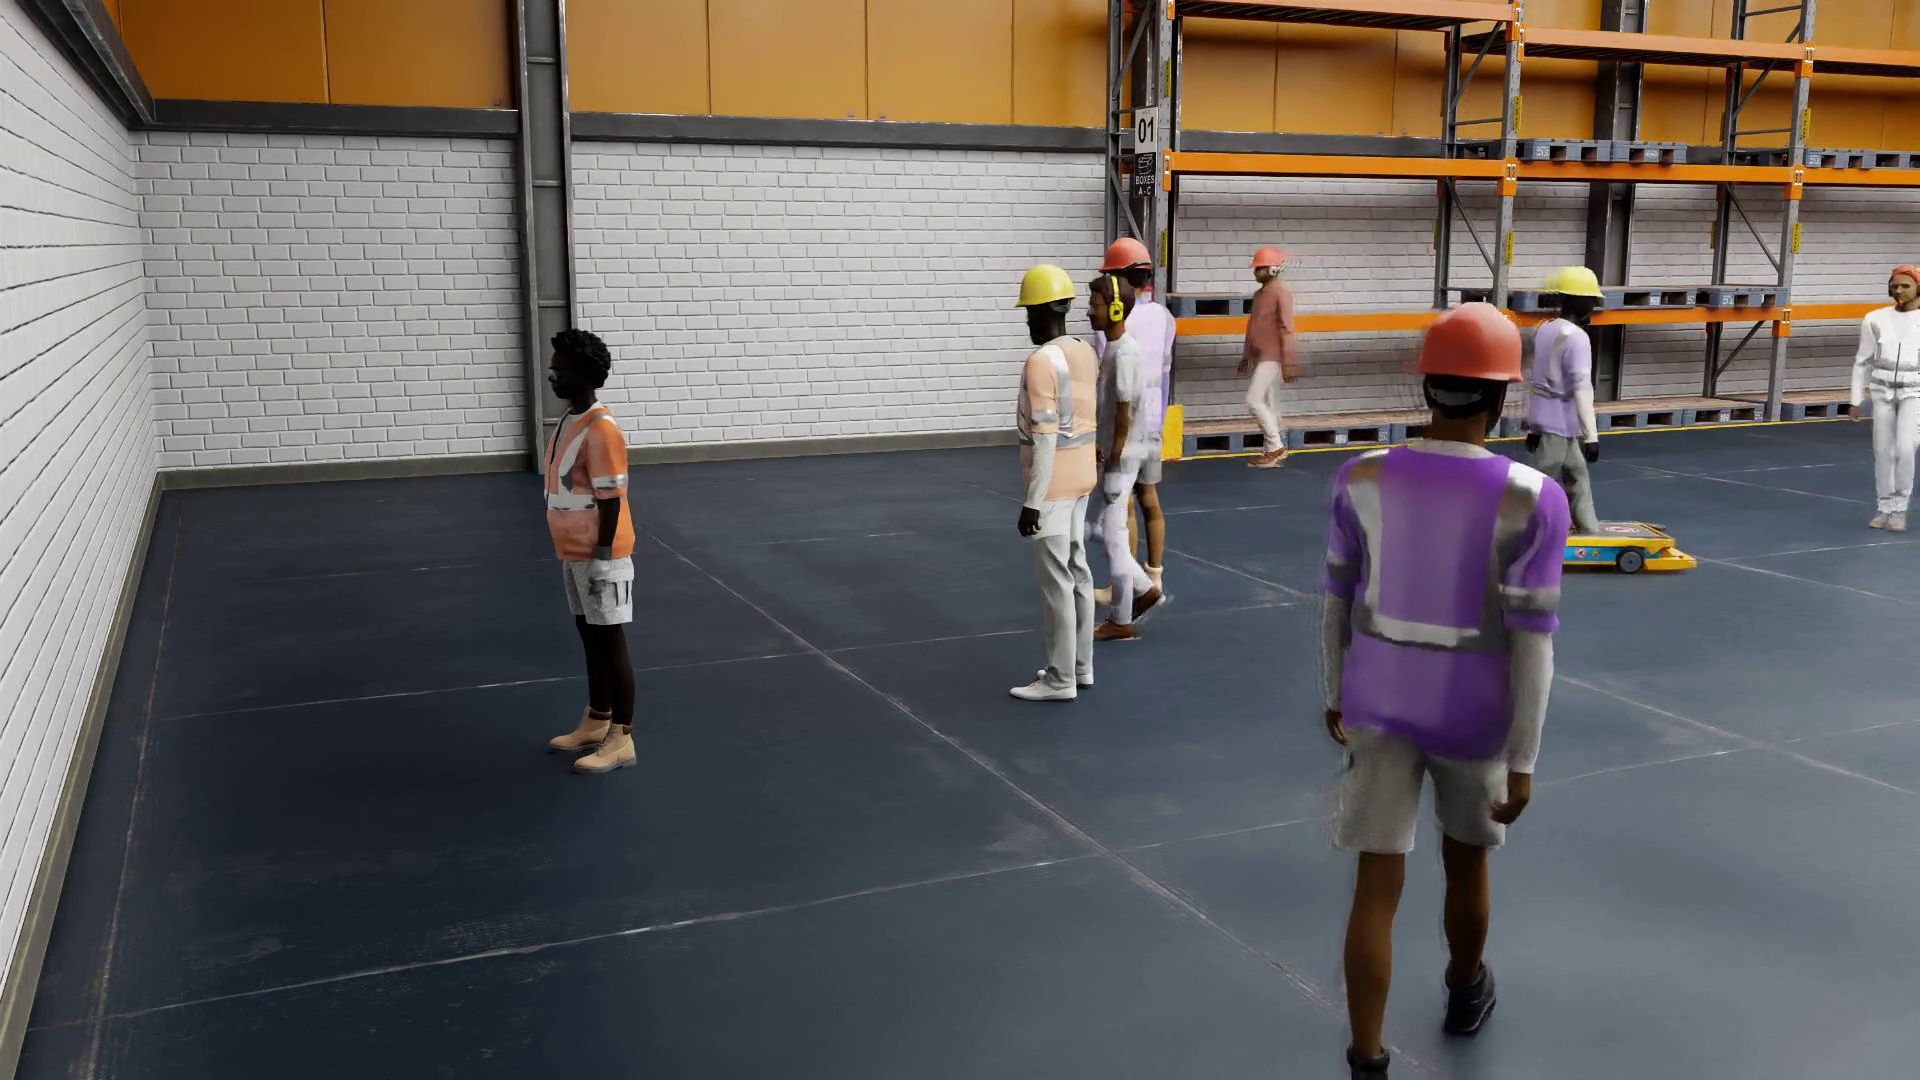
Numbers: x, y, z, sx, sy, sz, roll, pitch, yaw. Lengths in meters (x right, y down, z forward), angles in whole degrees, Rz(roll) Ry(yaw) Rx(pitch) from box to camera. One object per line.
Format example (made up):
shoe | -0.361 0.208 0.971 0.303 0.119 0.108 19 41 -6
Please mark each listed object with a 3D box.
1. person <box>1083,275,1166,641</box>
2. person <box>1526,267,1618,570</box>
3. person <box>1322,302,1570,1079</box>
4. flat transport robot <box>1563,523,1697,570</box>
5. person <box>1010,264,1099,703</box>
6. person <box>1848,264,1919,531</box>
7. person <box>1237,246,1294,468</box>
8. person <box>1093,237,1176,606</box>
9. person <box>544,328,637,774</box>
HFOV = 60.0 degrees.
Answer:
person | 0.770 -0.396 8.372 0.402 1.858 0.553 0 10 0
person | 3.637 -0.713 10.105 1.002 1.880 0.607 0 10 2
person | 1.110 0.395 3.909 0.565 1.891 0.985 5 11 24
flat transport robot | 3.785 0.025 10.452 1.431 0.197 0.652 0 10 3
person | 0.404 -0.244 7.344 0.382 1.923 0.593 5 11 25
person | 6.524 -0.980 11.608 0.599 1.861 0.603 -10 14 -43
person | 2.700 -1.606 14.788 0.448 1.977 0.622 -1 10 -8
person | 0.921 -0.646 9.250 0.394 2.042 0.611 10 14 43
person | -1.424 0.041 6.387 0.321 1.697 0.529 -5 11 -27
